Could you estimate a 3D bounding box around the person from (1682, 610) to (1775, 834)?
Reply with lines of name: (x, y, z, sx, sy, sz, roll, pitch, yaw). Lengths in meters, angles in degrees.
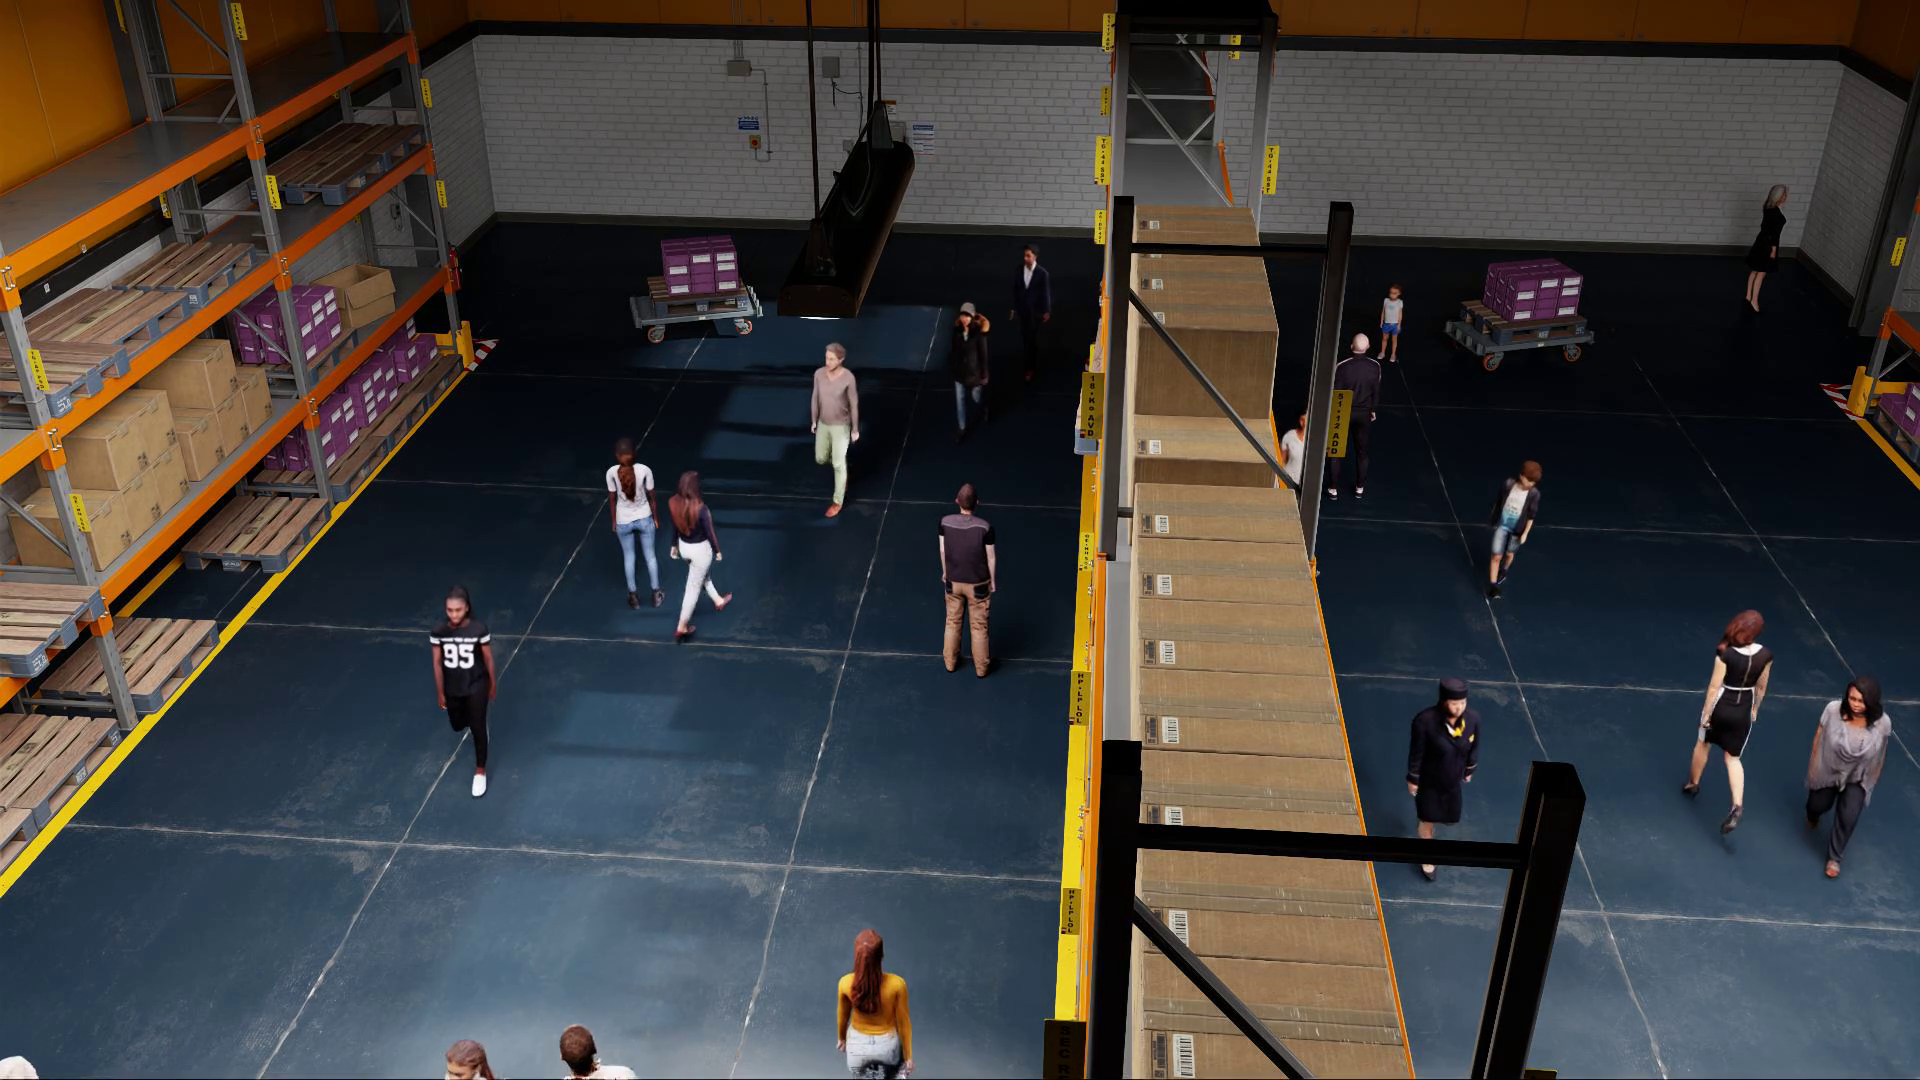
person: (5.832, 1.391, 12.536, 0.576, 1.767, 1.043, 2, 29, 3)

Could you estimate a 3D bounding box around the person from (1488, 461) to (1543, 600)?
person: (5.205, -0.155, 15.749, 0.748, 1.407, 0.959, 16, 33, 27)

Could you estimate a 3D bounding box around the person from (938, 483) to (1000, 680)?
person: (0.062, 0.341, 14.386, 0.744, 1.840, 0.694, 11, 30, 19)

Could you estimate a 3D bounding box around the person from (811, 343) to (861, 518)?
person: (-1.251, -1.200, 17.193, 0.905, 1.858, 1.090, 13, 31, 22)

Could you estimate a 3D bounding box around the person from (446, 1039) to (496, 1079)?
person: (-2.617, 3.311, 9.246, 0.682, 1.548, 0.823, 14, 31, 24)

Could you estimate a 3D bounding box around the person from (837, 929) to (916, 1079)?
person: (-0.495, 3.016, 9.607, 0.657, 1.722, 0.978, 1, 29, 2)

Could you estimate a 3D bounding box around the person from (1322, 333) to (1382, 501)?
person: (4.101, -1.286, 17.371, 0.702, 1.837, 0.628, -2, 29, -4)

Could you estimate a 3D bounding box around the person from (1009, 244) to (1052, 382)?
person: (0.910, -2.800, 20.278, 0.781, 1.711, 0.796, 18, 33, 29)

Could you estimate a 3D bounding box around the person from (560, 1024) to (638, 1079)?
person: (-1.884, 3.383, 8.827, 0.893, 1.824, 1.273, -6, 29, -10)

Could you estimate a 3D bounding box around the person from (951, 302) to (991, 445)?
person: (0.135, -1.920, 18.769, 0.814, 1.613, 1.069, 12, 31, 21)

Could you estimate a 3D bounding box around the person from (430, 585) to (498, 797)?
person: (-3.876, 1.122, 13.085, 0.711, 1.715, 1.028, -3, 29, -5)

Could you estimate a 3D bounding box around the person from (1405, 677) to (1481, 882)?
person: (3.463, 1.684, 12.109, 0.770, 1.662, 0.804, -3, 29, -6)

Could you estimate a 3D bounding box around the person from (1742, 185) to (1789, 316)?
person: (10.800, -3.907, 22.271, 0.645, 1.747, 0.488, 2, 29, 4)

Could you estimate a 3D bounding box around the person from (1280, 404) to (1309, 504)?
person: (3.313, -0.594, 16.361, 0.596, 1.591, 1.107, 3, 29, 6)

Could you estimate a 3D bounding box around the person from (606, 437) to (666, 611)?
person: (-3.020, -0.166, 15.441, 0.638, 1.720, 0.597, -5, 29, -9)

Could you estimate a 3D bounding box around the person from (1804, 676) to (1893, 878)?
person: (6.515, 1.652, 12.251, 0.839, 1.584, 1.015, 12, 31, 21)

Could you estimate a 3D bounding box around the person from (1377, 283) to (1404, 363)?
person: (5.432, -2.751, 20.912, 0.471, 1.019, 0.502, 17, 33, 28)

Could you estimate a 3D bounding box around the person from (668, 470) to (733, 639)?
person: (-2.423, 0.156, 15.014, 0.943, 1.564, 1.166, 17, 33, 28)
